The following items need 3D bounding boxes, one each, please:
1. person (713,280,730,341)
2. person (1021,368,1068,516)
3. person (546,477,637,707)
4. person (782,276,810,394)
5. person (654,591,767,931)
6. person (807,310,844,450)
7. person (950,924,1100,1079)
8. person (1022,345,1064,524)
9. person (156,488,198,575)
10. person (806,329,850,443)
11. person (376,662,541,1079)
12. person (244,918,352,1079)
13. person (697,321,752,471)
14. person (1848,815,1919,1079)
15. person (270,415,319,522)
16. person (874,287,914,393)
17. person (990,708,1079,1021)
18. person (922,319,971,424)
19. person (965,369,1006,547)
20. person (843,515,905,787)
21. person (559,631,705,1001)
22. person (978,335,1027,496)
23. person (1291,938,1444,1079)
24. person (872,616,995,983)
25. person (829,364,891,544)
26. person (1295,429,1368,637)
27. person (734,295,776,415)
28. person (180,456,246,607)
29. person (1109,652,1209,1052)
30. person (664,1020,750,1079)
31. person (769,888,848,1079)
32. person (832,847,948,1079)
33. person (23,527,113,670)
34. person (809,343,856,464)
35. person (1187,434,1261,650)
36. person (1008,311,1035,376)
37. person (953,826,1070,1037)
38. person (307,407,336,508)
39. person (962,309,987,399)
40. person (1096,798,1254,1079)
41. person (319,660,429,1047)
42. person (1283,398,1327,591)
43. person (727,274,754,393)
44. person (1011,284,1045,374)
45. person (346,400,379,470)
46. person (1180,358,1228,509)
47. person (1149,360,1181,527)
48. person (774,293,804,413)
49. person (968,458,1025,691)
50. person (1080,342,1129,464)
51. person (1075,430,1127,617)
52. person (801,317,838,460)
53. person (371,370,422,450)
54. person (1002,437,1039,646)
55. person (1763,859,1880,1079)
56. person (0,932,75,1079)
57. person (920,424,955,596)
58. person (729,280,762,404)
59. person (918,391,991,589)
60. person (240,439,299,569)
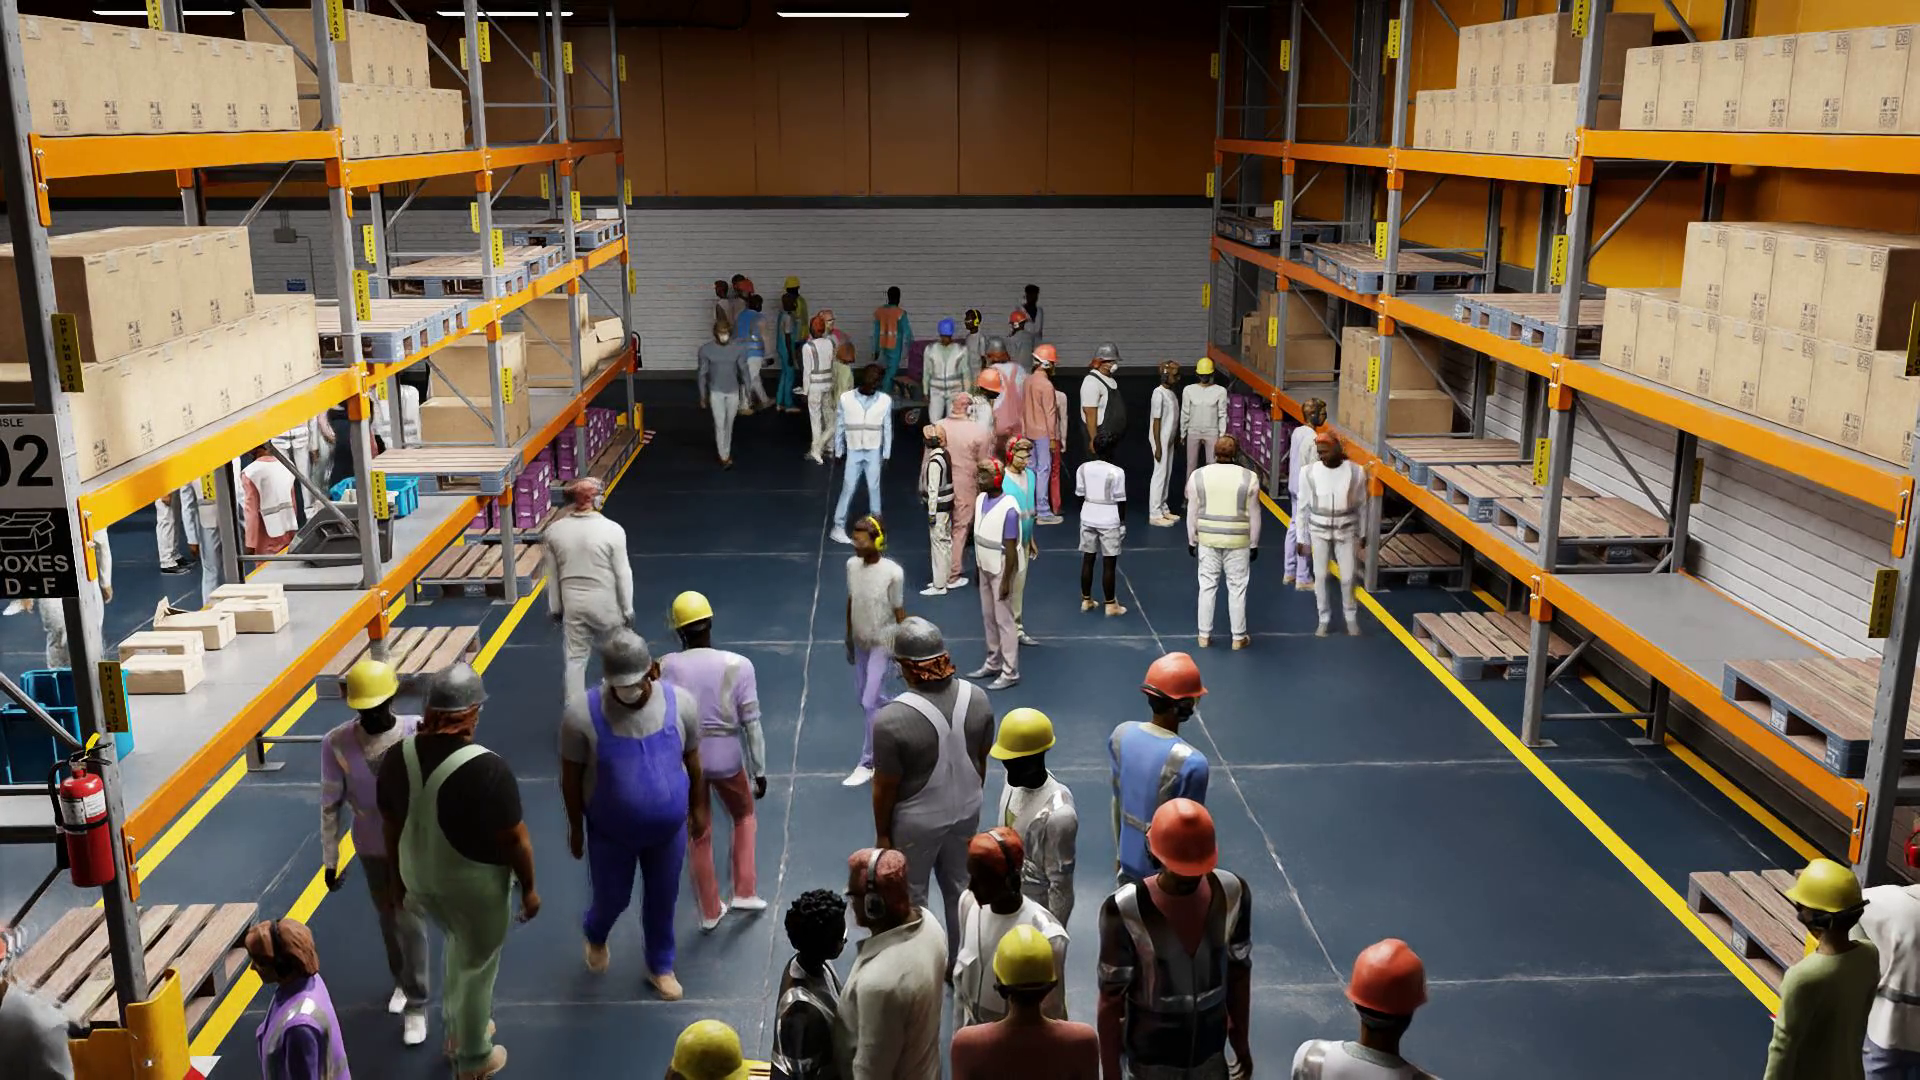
[{"bbox_3d":[-3.812,-3.296,27.043,0.380,1.845,0.570,3,15,11],"label":"person"},{"bbox_3d":[0.951,-1.131,18.706,0.526,1.769,0.328,3,15,12],"label":"person"},{"bbox_3d":[-2.684,0.479,12.157,0.667,1.884,0.493,4,15,16],"label":"person"},{"bbox_3d":[-2.665,-3.332,27.065,0.437,1.913,0.590,-4,15,-14],"label":"person"},{"bbox_3d":[-1.379,1.219,9.234,0.638,1.892,0.501,0,14,-1],"label":"person"},{"bbox_3d":[-1.789,-2.151,22.430,0.407,1.910,0.639,6,15,21],"label":"person"},{"bbox_3d":[0.223,2.161,5.778,0.529,1.772,0.304,-1,14,-5],"label":"person"},{"bbox_3d":[0.910,-1.170,18.421,0.393,1.985,0.611,-7,16,-26],"label":"person"},{"bbox_3d":[-7.791,-0.565,16.380,0.404,1.824,0.587,-4,15,-16],"label":"person"},{"bbox_3d":[-1.826,-2.224,22.885,0.623,1.836,0.430,-5,15,-17],"label":"person"},{"bbox_3d":[-2.257,1.520,7.753,0.714,2.000,0.631,6,16,23],"label":"person"},{"bbox_3d":[-2.396,2.144,6.125,0.319,1.631,0.524,-6,16,-23],"label":"person"},{"bbox_3d":[-2.976,-1.844,21.249,0.653,1.887,1.011,-6,16,-23],"label":"person"},{"bbox_3d":[3.708,1.954,6.460,0.565,1.837,0.383,7,16,26],"label":"person"},{"bbox_3d":[-7.271,-1.031,18.093,0.580,1.880,0.350,-6,16,-24],"label":"person"},{"bbox_3d":[-0.955,-2.969,25.721,0.588,1.860,1.012,13,19,42],"label":"person"},{"bbox_3d":[0.314,1.657,7.465,0.393,1.918,0.585,-5,15,-20],"label":"person"},{"bbox_3d":[-0.178,-1.854,21.249,0.627,1.901,0.943,1,14,2],"label":"person"},{"bbox_3d":[0.251,-0.849,17.316,0.465,1.905,0.582,-5,15,-20],"label":"person"},{"bbox_3d":[-0.547,0.707,11.344,0.521,1.849,0.770,11,18,38],"label":"person"},{"bbox_3d":[-1.638,1.353,8.407,0.705,2.000,0.660,-7,16,-26],"label":"person"},{"bbox_3d":[0.522,-1.367,19.085,0.676,2.000,0.937,-9,17,-32],"label":"person"},{"bbox_3d":[1.312,2.190,5.345,0.545,1.930,0.386,10,17,34],"label":"person"},{"bbox_3d":[-0.185,1.353,8.406,0.679,2.000,0.535,-10,17,-34],"label":"person"},{"bbox_3d":[-1.065,-0.924,17.673,0.708,1.881,0.488,-4,15,-14],"label":"person"},{"bbox_3d":[3.182,-0.056,14.304,0.603,1.855,0.462,3,15,11],"label":"person"},{"bbox_3d":[-3.102,-2.829,25.304,0.636,1.790,0.954,13,19,41],"label":"person"},{"bbox_3d":[-6.429,-0.099,14.378,0.399,1.906,0.603,8,16,30],"label":"person"},{"bbox_3d":[0.956,1.511,7.810,0.416,2.035,0.609,-10,17,-34],"label":"person"},{"bbox_3d":[-0.779,2.306,5.275,0.320,1.737,0.485,11,18,37],"label":"person"},{"bbox_3d":[-0.551,2.093,6.206,0.319,1.694,0.533,0,14,0],"label":"person"},{"bbox_3d":[-0.266,2.019,6.090,0.402,1.897,0.653,3,15,13],"label":"person"},{"bbox_3d":[-6.769,0.348,12.601,0.646,1.927,0.389,-10,17,-34],"label":"person"},{"bbox_3d":[-1.560,-1.750,21.472,0.783,1.604,0.505,-5,15,-17],"label":"person"},{"bbox_3d":[2.232,0.016,14.054,0.619,1.845,0.430,5,15,19],"label":"person"},{"bbox_3d":[0.837,-2.396,23.728,0.354,1.740,0.569,11,18,36],"label":"person"},{"bbox_3d":[0.174,1.964,6.334,0.361,1.878,0.590,-11,18,-37],"label":"person"},{"bbox_3d":[-7.314,-1.268,19.024,0.361,1.919,0.788,-2,14,-9],"label":"person"},{"bbox_3d":[0.175,-2.225,22.793,0.328,1.872,0.510,-8,16,-28],"label":"person"},{"bbox_3d":[0.821,1.906,6.264,0.619,2.029,0.410,-4,15,-17],"label":"person"},{"bbox_3d":[-2.794,1.508,8.086,0.609,1.894,0.815,-1,14,-5],"label":"person"},{"bbox_3d":[3.297,-0.437,15.823,0.332,1.844,0.508,-4,15,-15],"label":"person"},{"bbox_3d":[-3.599,-3.375,27.171,0.373,1.940,0.630,2,14,6],"label":"person"},{"bbox_3d":[1.005,-3.012,25.770,0.608,1.940,0.792,-8,16,-29],"label":"person"},{"bbox_3d":[-7.564,-1.869,21.172,0.617,1.986,0.408,3,15,13],"label":"person"},{"bbox_3d":[2.778,-1.209,19.015,0.534,1.765,0.324,4,15,14],"label":"person"},{"bbox_3d":[2.257,-1.064,18.311,0.343,1.840,0.505,6,16,24],"label":"person"},{"bbox_3d":[-2.633,-2.837,25.290,0.471,1.834,0.536,-2,14,-6],"label":"person"},{"bbox_3d":[0.299,0.255,13.123,0.384,1.841,0.563,-7,16,-26],"label":"person"},{"bbox_3d":[1.600,-1.191,18.393,0.535,2.000,0.681,6,16,23],"label":"person"},{"bbox_3d":[1.280,-0.147,14.992,0.530,1.692,0.321,12,19,40],"label":"person"},{"bbox_3d":[-1.850,-1.986,21.826,0.345,1.882,0.584,13,19,42],"label":"person"},{"bbox_3d":[-6.142,-1.067,18.299,0.624,1.853,0.446,4,15,15],"label":"person"},{"bbox_3d":[0.437,0.035,13.985,0.390,1.839,0.564,10,18,35],"label":"person"},{"bbox_3d":[3.203,2.039,6.277,0.525,1.760,0.340,-8,16,-29],"label":"person"},{"bbox_3d":[-3.352,2.122,6.017,0.577,1.729,0.662,5,15,20],"label":"person"},{"bbox_3d":[-0.203,-0.287,15.665,0.313,1.634,0.514,3,15,11],"label":"person"},{"bbox_3d":[-3.468,-3.071,25.933,0.652,1.958,0.639,-7,16,-27],"label":"person"},{"bbox_3d":[-0.035,-0.476,15.932,0.657,1.878,0.495,9,17,30],"label":"person"},{"bbox_3d":[-5.861,-0.049,14.188,0.409,1.907,0.598,4,15,14],"label":"person"}]
